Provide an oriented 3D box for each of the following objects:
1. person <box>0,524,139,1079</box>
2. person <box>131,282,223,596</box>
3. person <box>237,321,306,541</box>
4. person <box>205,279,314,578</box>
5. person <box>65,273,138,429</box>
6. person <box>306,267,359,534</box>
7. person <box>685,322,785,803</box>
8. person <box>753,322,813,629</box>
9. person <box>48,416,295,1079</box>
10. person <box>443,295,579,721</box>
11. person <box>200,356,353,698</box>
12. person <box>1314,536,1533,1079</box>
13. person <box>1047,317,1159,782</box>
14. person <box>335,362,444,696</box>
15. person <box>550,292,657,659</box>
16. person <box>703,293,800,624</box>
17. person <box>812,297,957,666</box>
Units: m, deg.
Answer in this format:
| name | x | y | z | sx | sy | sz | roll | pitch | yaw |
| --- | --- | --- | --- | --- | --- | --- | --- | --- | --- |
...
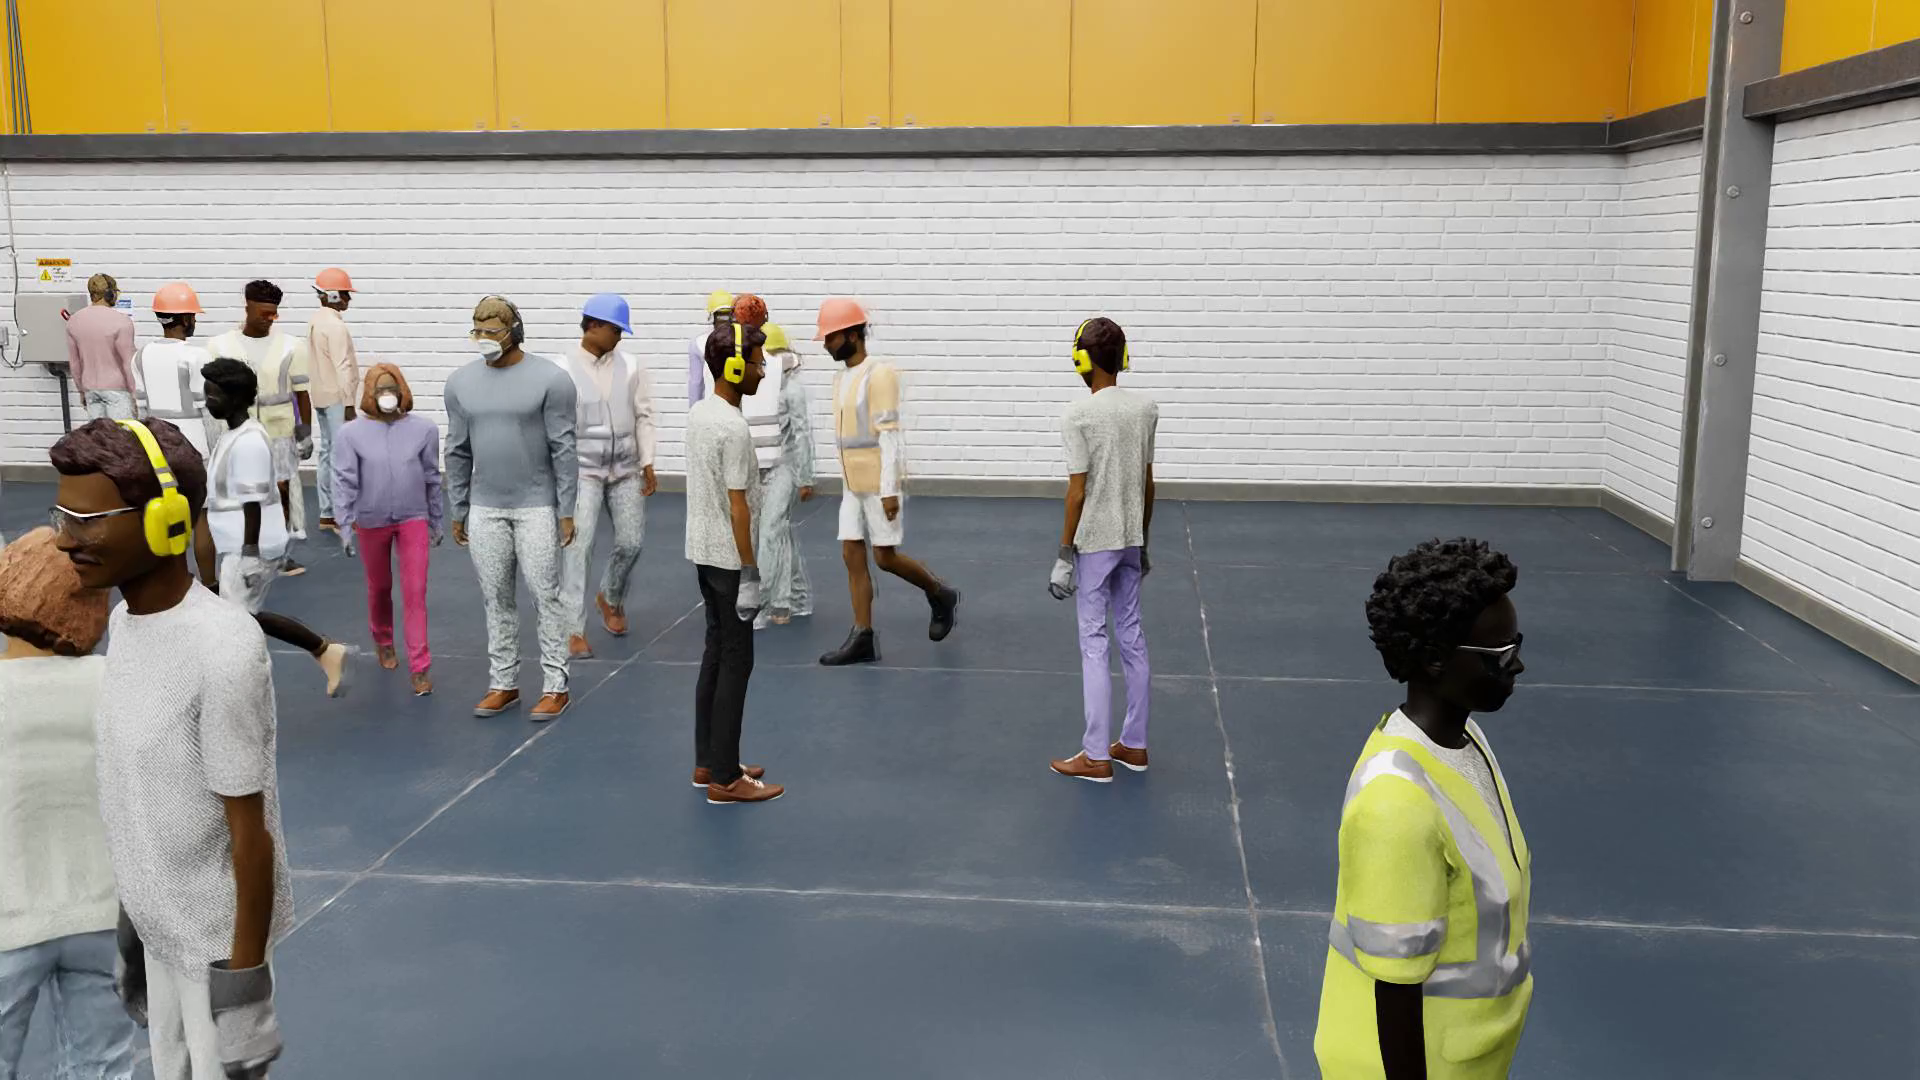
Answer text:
| name | x | y | z | sx | sy | sz | roll | pitch | yaw |
| --- | --- | --- | --- | --- | --- | --- | --- | --- | --- |
| person | -1.785 | 0.779 | 3.218 | 0.583 | 1.596 | 0.416 | -8 | 12 | -37 |
| person | -4.510 | -0.523 | 9.704 | 0.543 | 1.938 | 0.357 | 3 | 10 | 17 |
| person | -5.021 | -0.777 | 12.065 | 0.330 | 1.627 | 0.536 | 7 | 12 | 33 |
| person | -4.552 | -0.699 | 10.709 | 0.730 | 1.944 | 0.403 | -4 | 11 | -22 |
| person | -6.947 | -1.204 | 13.595 | 0.636 | 1.939 | 0.363 | 3 | 10 | 15 |
| person | -4.683 | -1.044 | 12.550 | 0.406 | 1.987 | 0.628 | -8 | 13 | -39 |
| person | -0.879 | 0.095 | 6.415 | 0.340 | 1.857 | 0.524 | -5 | 11 | -27 |
| person | -1.131 | -0.361 | 9.402 | 0.700 | 1.717 | 0.503 | -7 | 12 | -36 |
| person | -1.322 | 0.712 | 2.865 | 0.322 | 1.862 | 0.512 | -10 | 14 | -44 |
| person | -2.034 | -0.141 | 7.552 | 0.635 | 1.929 | 0.381 | 2 | 10 | 9 |
| person | -3.087 | 0.016 | 7.360 | 0.688 | 1.669 | 0.543 | -6 | 12 | -31 |
| person | 0.730 | 0.832 | 2.632 | 0.318 | 1.697 | 0.535 | 4 | 11 | 22 |
| person | 0.573 | 0.042 | 6.682 | 0.519 | 1.865 | 0.331 | -8 | 13 | -37 |
| person | -2.800 | -0.084 | 8.196 | 0.511 | 1.591 | 0.839 | -4 | 11 | -22 |
| person | -1.954 | -0.369 | 8.894 | 0.628 | 1.911 | 0.592 | -7 | 12 | -37 |
| person | -1.169 | -0.439 | 9.374 | 0.574 | 1.885 | 0.356 | -6 | 11 | -30 |
| person | -0.393 | -0.313 | 8.651 | 0.774 | 1.893 | 0.605 | -6 | 12 | -32 |
